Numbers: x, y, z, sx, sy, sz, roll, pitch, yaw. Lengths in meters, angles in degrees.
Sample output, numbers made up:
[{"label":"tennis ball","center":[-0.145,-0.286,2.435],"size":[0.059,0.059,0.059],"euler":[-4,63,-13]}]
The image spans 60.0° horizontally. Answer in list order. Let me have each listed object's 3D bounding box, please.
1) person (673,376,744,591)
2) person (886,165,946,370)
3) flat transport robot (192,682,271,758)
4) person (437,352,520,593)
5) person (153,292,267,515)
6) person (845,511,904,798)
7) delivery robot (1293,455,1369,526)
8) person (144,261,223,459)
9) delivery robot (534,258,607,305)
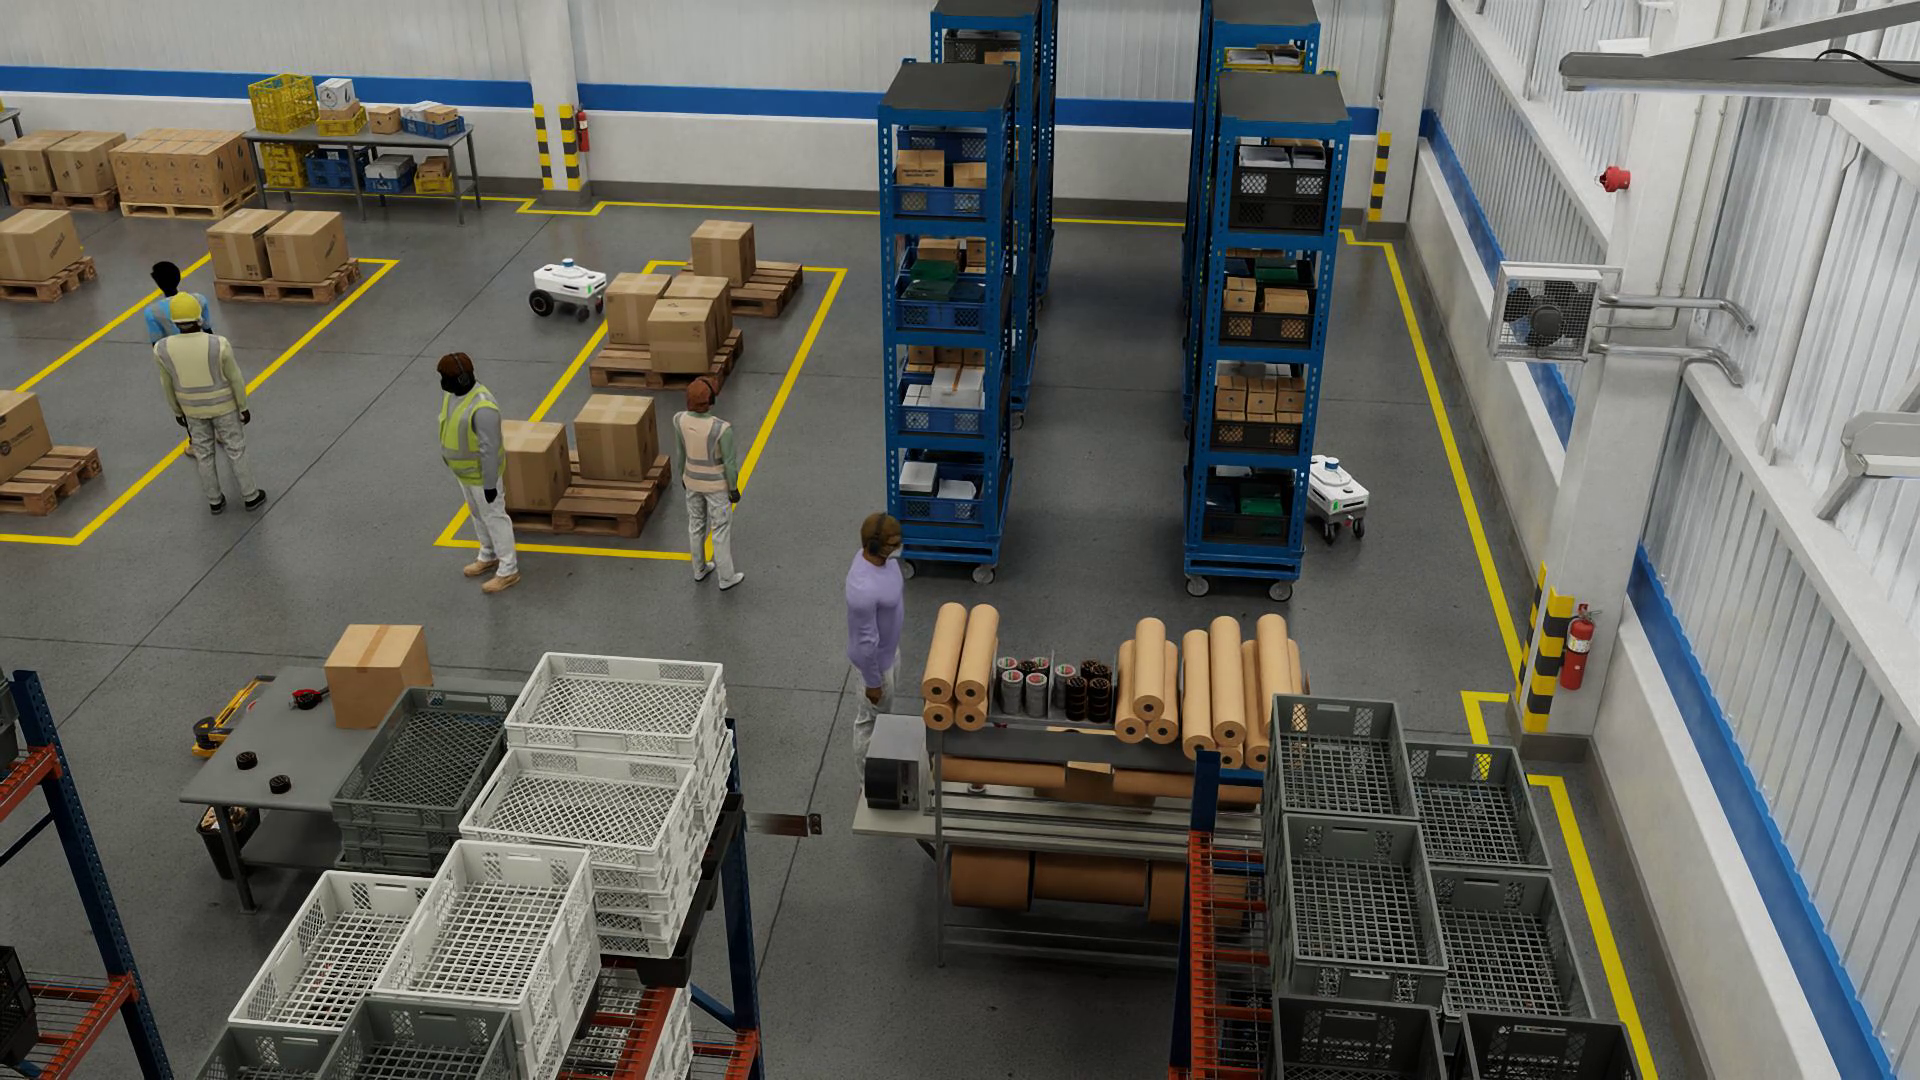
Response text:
[{"label":"person","center":[-1.816,-0.402,11.993],"size":[0.514,1.634,0.313],"euler":[16,34,25]},{"label":"person","center":[-0.403,-2.536,15.349],"size":[0.916,1.937,0.640],"euler":[-25,38,-36]},{"label":"flat transport robot","center":[-4.089,1.163,10.648],"size":[1.431,0.197,0.652],"euler":[3,30,6]},{"label":"person","center":[-3.483,-0.501,11.969],"size":[0.428,1.835,0.614],"euler":[-21,36,-32]},{"label":"person","center":[-5.823,-1.055,12.913],"size":[0.593,1.837,0.404],"euler":[-4,30,-8]},{"label":"person","center":[-0.476,0.689,9.821],"size":[0.373,1.937,0.630],"euler":[3,30,6]},{"label":"delivery robot","center":[2.879,-0.409,12.979],"size":[0.477,0.478,0.707],"euler":[-11,32,-18]},{"label":"person","center":[-6.414,-1.499,13.821],"size":[0.318,1.690,0.527],"euler":[25,39,36]},{"label":"delivery robot","center":[-3.912,-2.586,16.718],"size":[0.707,0.478,0.477],"euler":[12,32,20]}]
